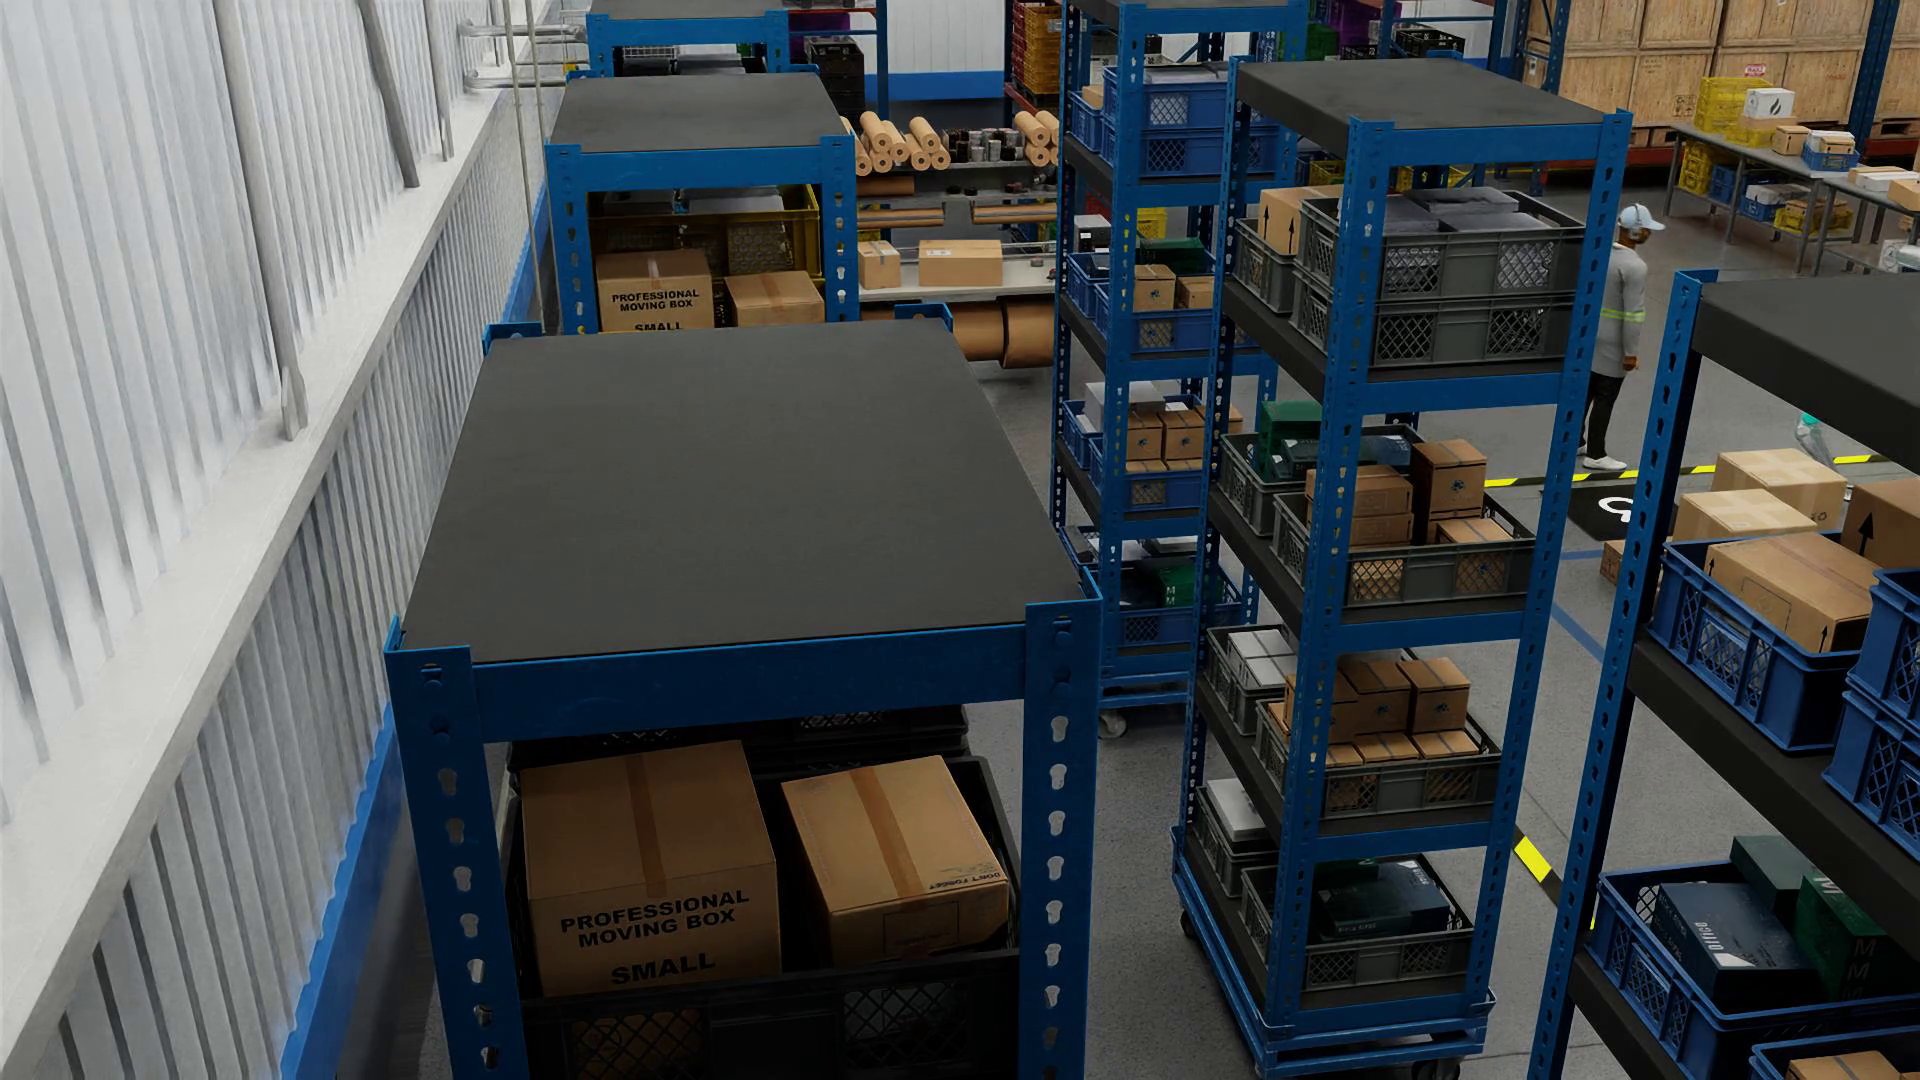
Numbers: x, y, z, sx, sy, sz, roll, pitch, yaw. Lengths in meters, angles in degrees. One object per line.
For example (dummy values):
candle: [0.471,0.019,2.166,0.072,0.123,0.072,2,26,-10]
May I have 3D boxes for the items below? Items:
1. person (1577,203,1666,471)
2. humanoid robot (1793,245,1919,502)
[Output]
person: [4.501,-1.394,11.435,0.384,1.850,0.597,-5,25,-10]
humanoid robot: [5.770,-1.101,10.781,0.735,1.671,0.533,15,28,29]
